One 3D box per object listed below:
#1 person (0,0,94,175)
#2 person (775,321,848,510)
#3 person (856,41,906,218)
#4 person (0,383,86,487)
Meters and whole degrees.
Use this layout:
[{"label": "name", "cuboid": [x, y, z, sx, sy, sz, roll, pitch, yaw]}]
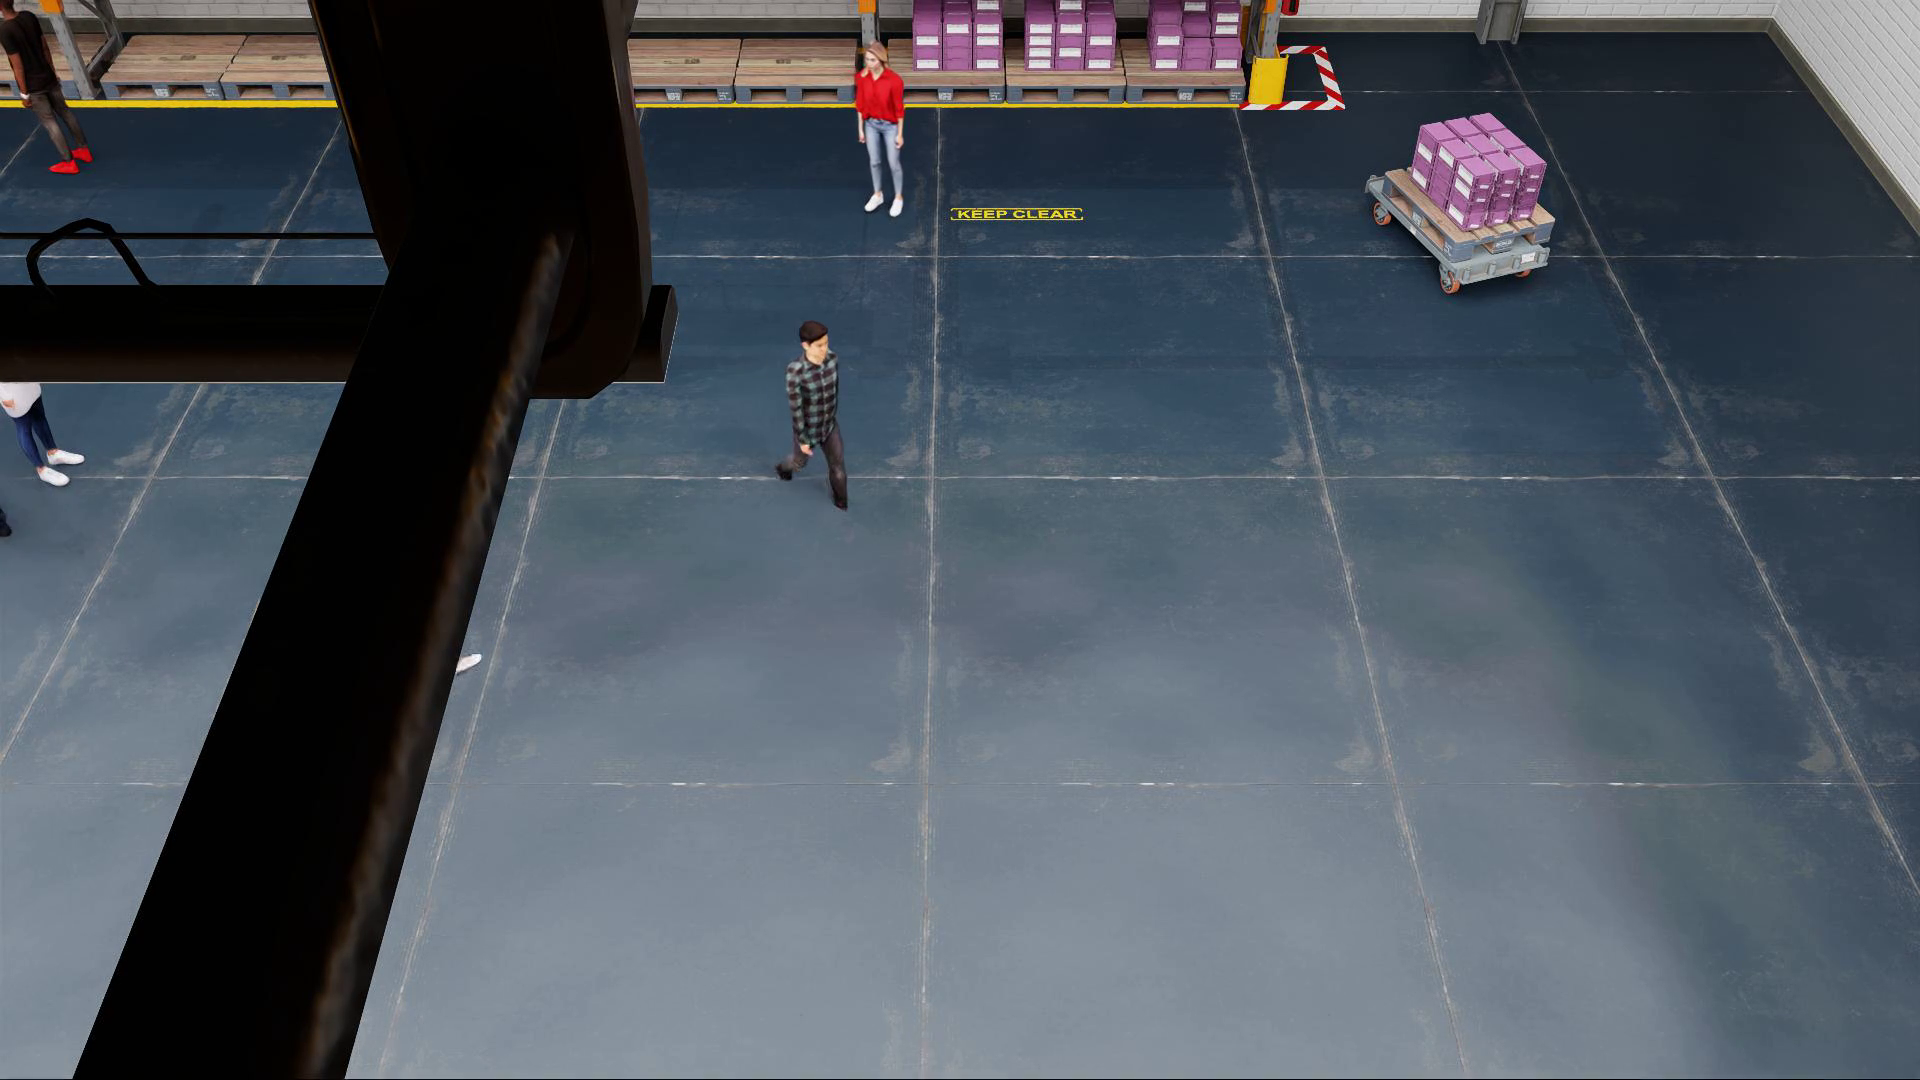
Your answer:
[{"label": "person", "cuboid": [-8.555, -4.268, 15.438, 0.614, 1.804, 0.700, 10, 45, 11]}, {"label": "person", "cuboid": [-1.117, -0.892, 12.166, 1.109, 1.694, 1.092, -28, 50, -27]}, {"label": "person", "cuboid": [-0.689, -3.698, 14.917, 0.608, 1.697, 0.753, 13, 45, 14]}, {"label": "person", "cuboid": [-6.963, -1.184, 12.221, 0.550, 1.776, 0.628, 4, 44, 4]}]
